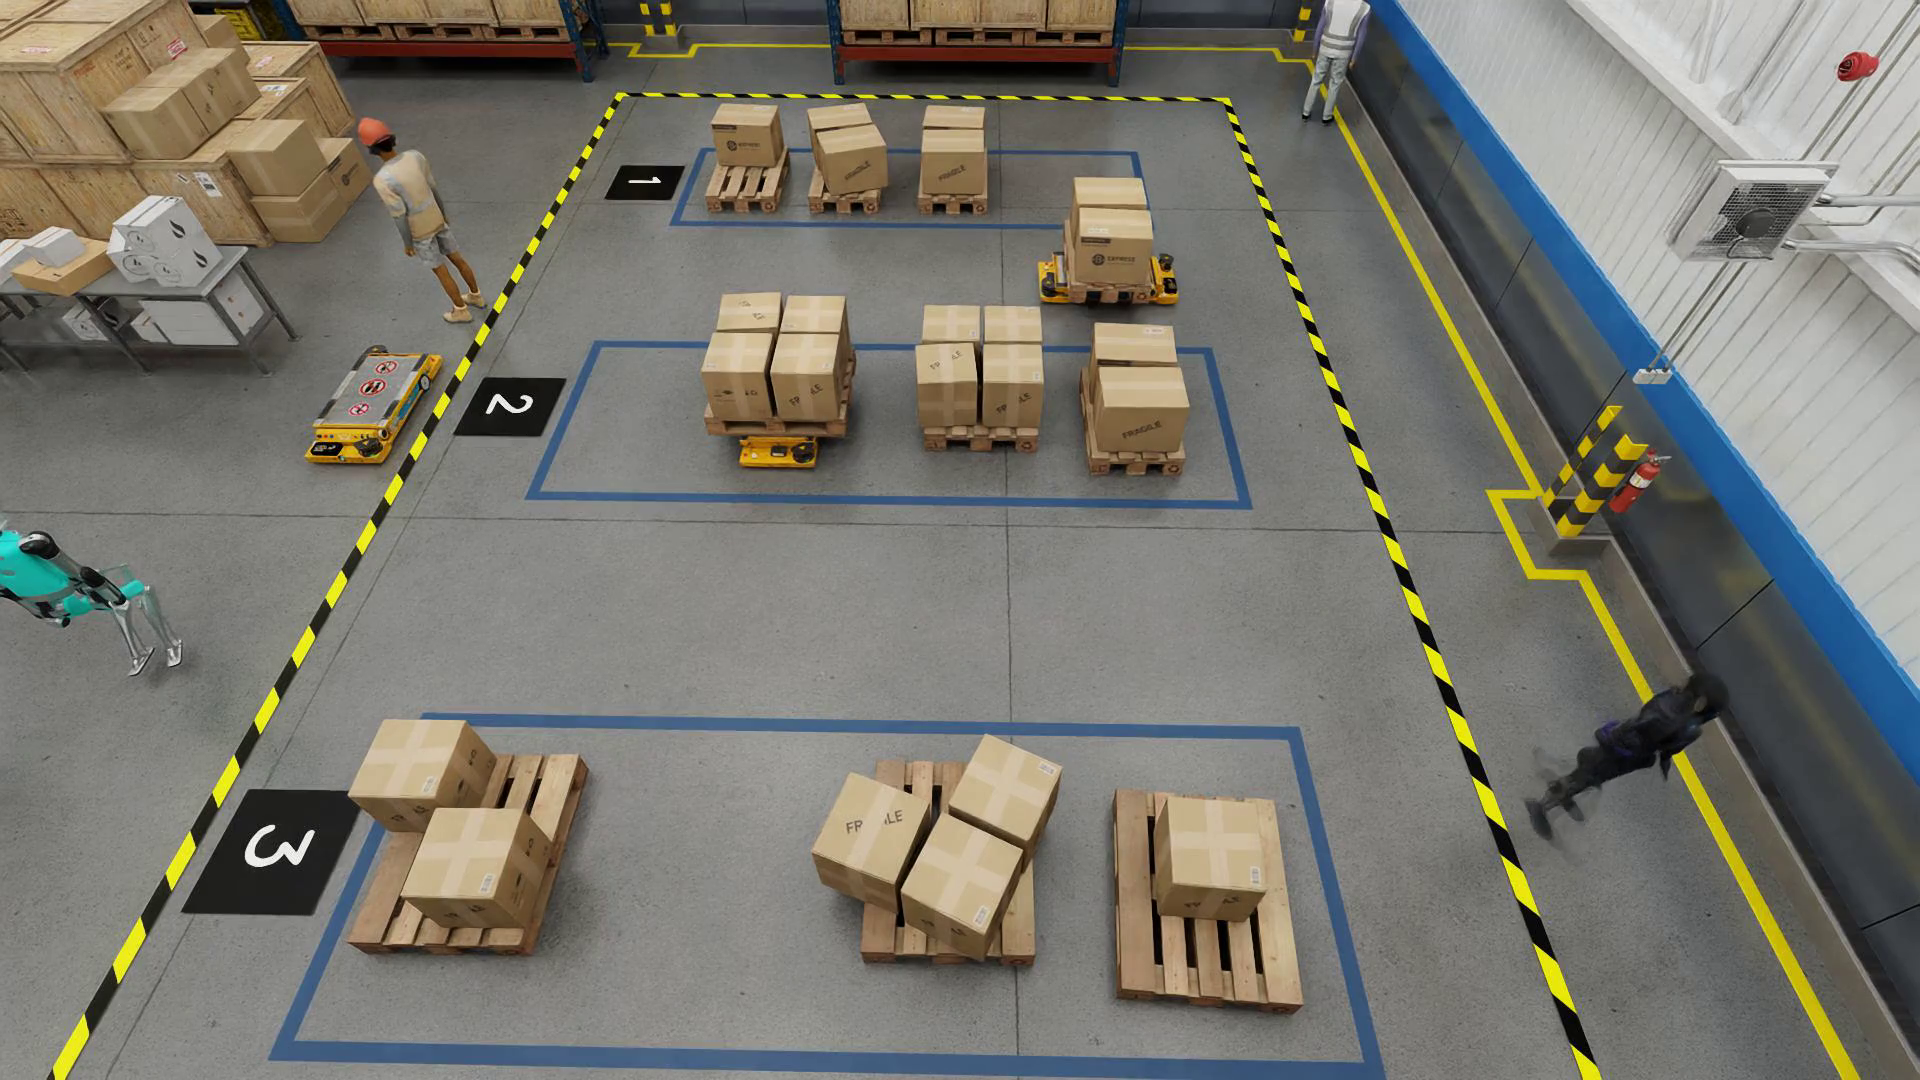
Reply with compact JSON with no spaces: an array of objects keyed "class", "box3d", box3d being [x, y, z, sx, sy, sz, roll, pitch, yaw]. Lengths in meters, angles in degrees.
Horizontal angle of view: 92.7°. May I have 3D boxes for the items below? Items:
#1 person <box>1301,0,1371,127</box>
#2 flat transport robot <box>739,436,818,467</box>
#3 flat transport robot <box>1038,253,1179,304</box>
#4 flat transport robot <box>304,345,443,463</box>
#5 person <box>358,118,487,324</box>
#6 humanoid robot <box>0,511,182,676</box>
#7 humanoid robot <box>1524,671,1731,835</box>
[{"class":"person","box3d":[4.762,-6.206,11.594,0.602,1.830,0.404,24,54,19]},{"class":"flat transport robot","box3d":[-1.582,-1.235,8.394,0.652,0.197,1.431,1,50,1]},{"class":"flat transport robot","box3d":[1.563,-2.781,9.702,1.431,0.197,0.652,1,50,1]},{"class":"flat transport robot","box3d":[-5.383,-1.269,8.441,0.659,0.231,1.431,1,50,1]},{"class":"person","box3d":[-5.131,-2.998,8.749,0.388,2.034,0.605,13,51,11]},{"class":"humanoid robot","box3d":[-5.834,0.260,6.100,0.533,1.673,0.735,-11,51,-9]},{"class":"humanoid robot","box3d":[3.920,1.256,5.372,0.599,1.657,0.316,-7,50,-6]}]
